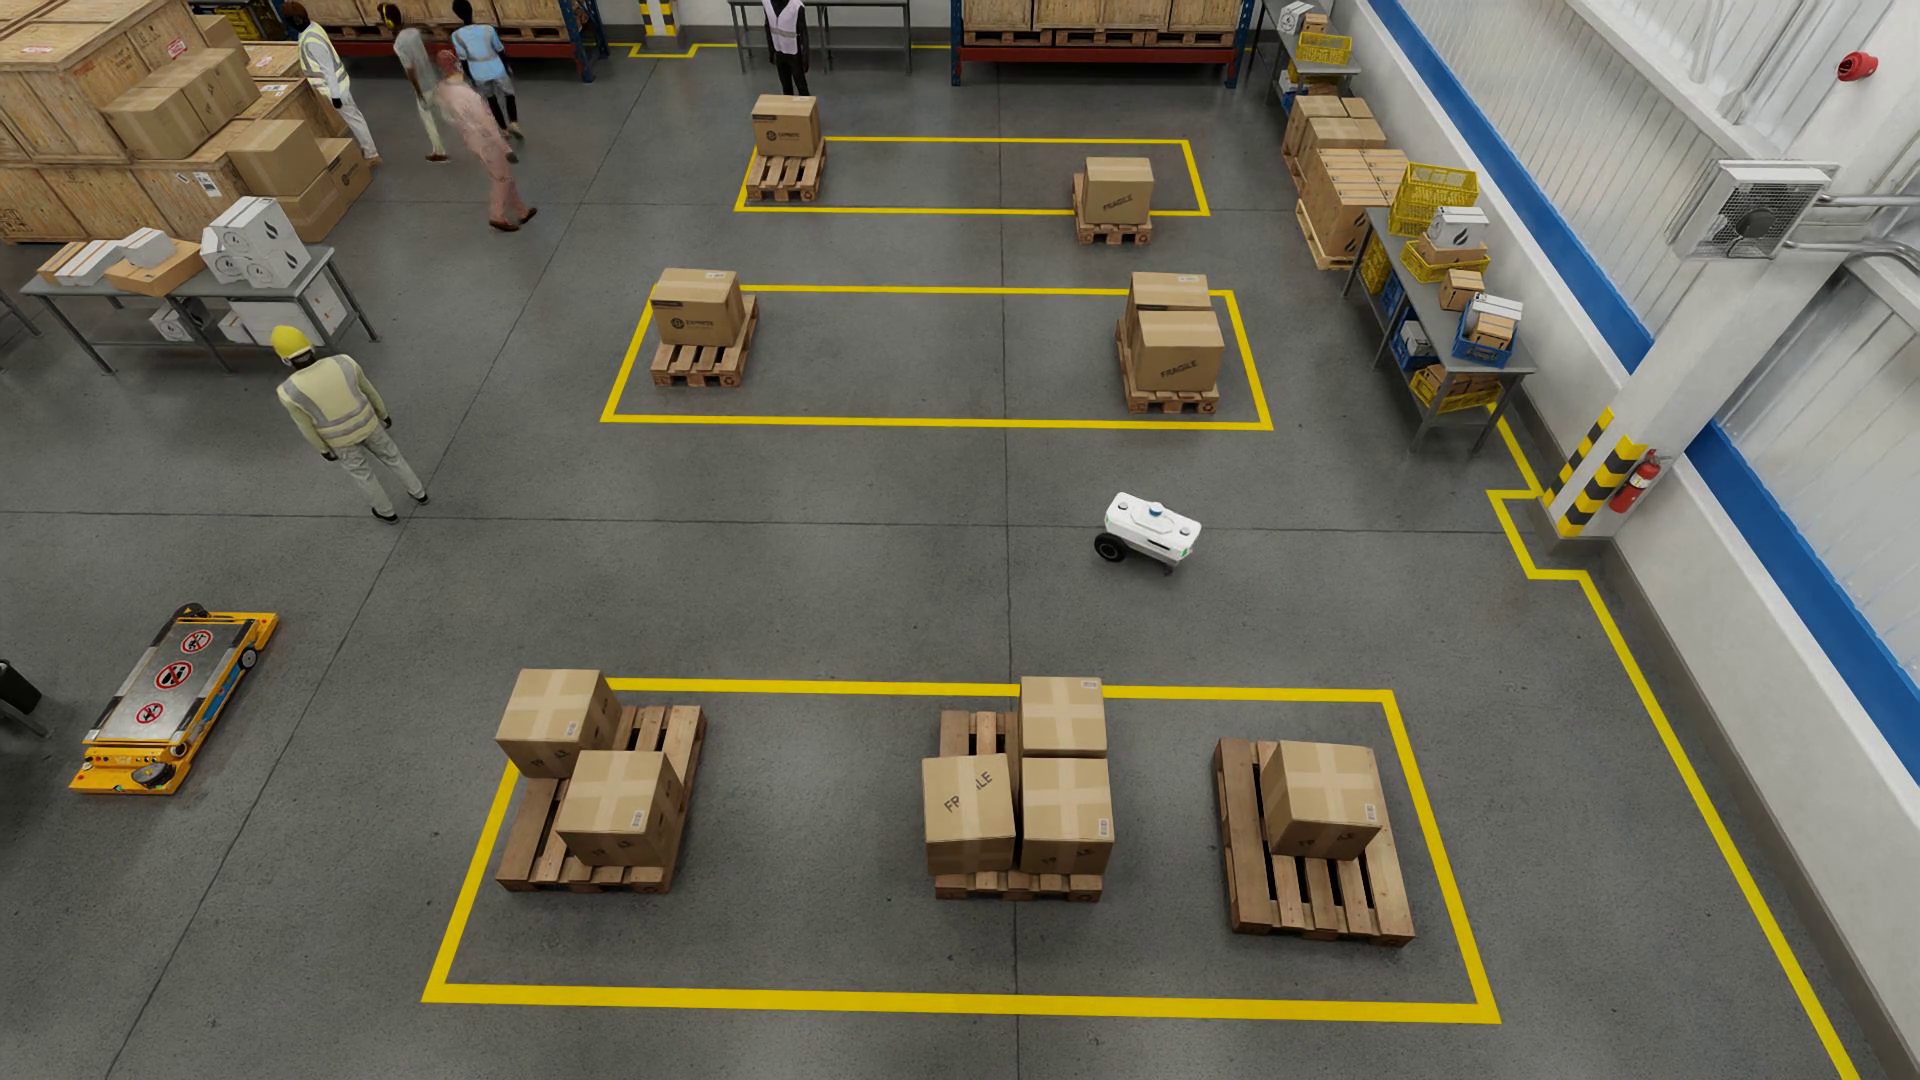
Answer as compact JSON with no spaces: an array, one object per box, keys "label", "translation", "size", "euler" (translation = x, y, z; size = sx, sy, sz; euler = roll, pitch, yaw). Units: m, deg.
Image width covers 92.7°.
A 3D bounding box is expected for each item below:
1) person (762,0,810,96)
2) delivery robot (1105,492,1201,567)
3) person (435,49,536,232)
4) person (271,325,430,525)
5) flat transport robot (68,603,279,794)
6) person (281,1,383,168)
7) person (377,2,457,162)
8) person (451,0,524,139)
[{"label":"person","translation":[-2.126,-6.076,11.419],"size":[0.590,1.918,0.386],"euler":[22,53,18]},{"label":"delivery robot","translation":[1.506,-0.098,7.188],"size":[0.707,0.478,0.477],"euler":[24,54,19]},{"label":"person","translation":[-5.132,-4.262,9.909],"size":[0.745,1.878,0.584],"euler":[37,59,27]},{"label":"person","translation":[-4.718,-0.878,7.082],"size":[0.403,1.823,0.590],"euler":[31,56,24]},{"label":"flat transport robot","translation":[-5.504,1.072,6.442],"size":[0.652,0.197,1.431],"euler":[1,50,1]},{"label":"person","translation":[-7.456,-5.387,10.885],"size":[0.429,1.845,0.621],"euler":[-22,53,-18]},{"label":"person","translation":[-6.313,-5.387,10.888],"size":[0.794,1.840,0.537],"euler":[8,50,6]},{"label":"person","translation":[-5.811,-5.757,11.294],"size":[0.552,1.683,0.516],"euler":[-16,52,-13]}]
